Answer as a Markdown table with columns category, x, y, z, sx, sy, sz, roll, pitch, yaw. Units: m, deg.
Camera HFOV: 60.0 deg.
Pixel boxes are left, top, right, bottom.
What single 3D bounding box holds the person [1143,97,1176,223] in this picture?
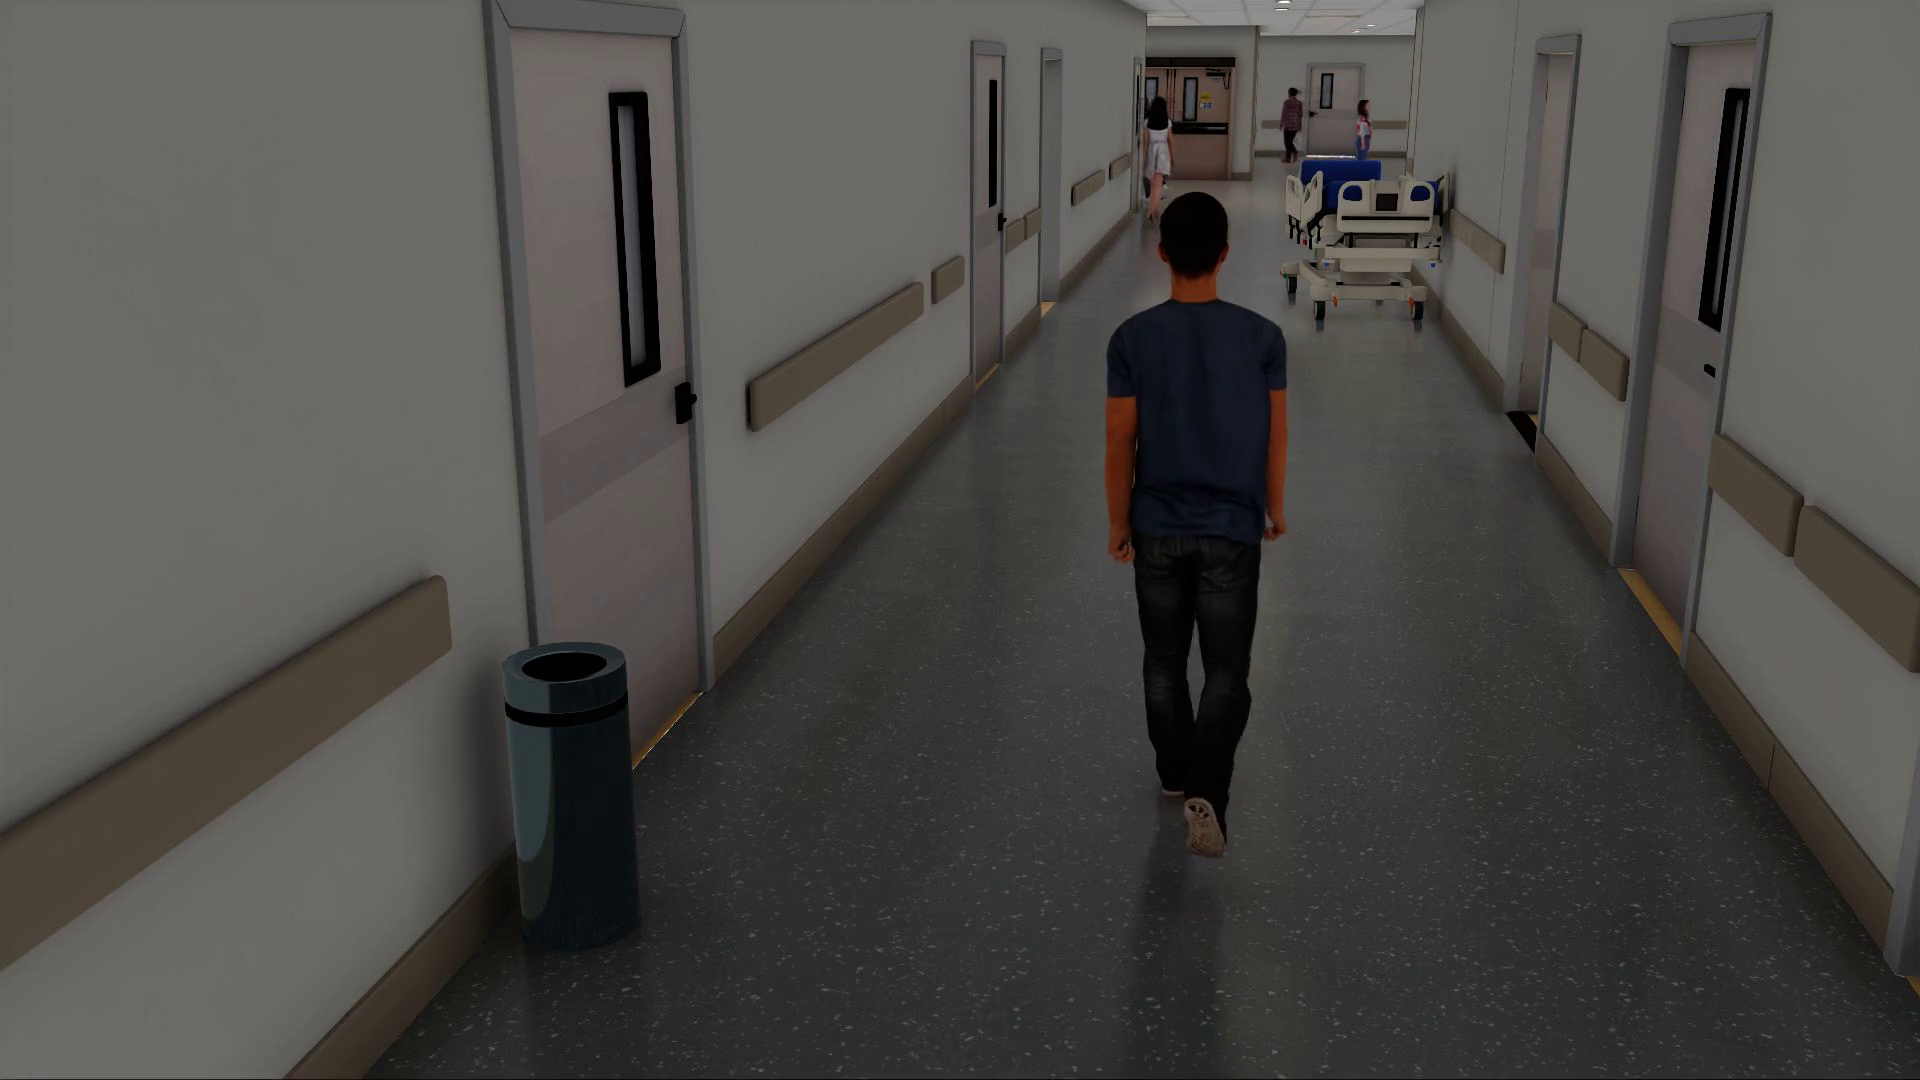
| category | x | y | z | sx | sy | sz | roll | pitch | yaw |
| --- | --- | --- | --- | --- | --- | --- | --- | --- | --- |
| person | 2.776 | -5.276 | 23.340 | 1.156 | 1.720 | 0.712 | 4 | 16 | 13 |

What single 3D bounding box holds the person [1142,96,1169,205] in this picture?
| category | x | y | z | sx | sy | sz | roll | pitch | yaw |
| --- | --- | --- | --- | --- | --- | --- | --- | --- | --- |
| person | 3.135 | -6.365 | 27.178 | 0.972 | 1.735 | 1.034 | -9 | 18 | -30 |

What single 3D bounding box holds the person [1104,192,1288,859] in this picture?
| category | x | y | z | sx | sy | sz | roll | pitch | yaw |
| --- | --- | --- | --- | --- | --- | --- | --- | --- | --- |
| person | 0.655 | -0.015 | 4.558 | 1.012 | 1.787 | 0.729 | 3 | 16 | 11 |

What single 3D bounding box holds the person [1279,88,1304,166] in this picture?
| category | x | y | z | sx | sy | sz | roll | pitch | yaw |
| --- | --- | --- | --- | --- | --- | --- | --- | --- | --- |
| person | 7.722 | -9.600 | 38.631 | 1.096 | 1.746 | 1.121 | -9 | 18 | -28 |

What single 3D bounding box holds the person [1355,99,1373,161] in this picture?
| category | x | y | z | sx | sy | sz | roll | pitch | yaw |
| --- | --- | --- | --- | --- | --- | --- | --- | --- | --- |
| person | 7.542 | -7.448 | 31.243 | 0.579 | 1.614 | 0.638 | 7 | 17 | 23 |
